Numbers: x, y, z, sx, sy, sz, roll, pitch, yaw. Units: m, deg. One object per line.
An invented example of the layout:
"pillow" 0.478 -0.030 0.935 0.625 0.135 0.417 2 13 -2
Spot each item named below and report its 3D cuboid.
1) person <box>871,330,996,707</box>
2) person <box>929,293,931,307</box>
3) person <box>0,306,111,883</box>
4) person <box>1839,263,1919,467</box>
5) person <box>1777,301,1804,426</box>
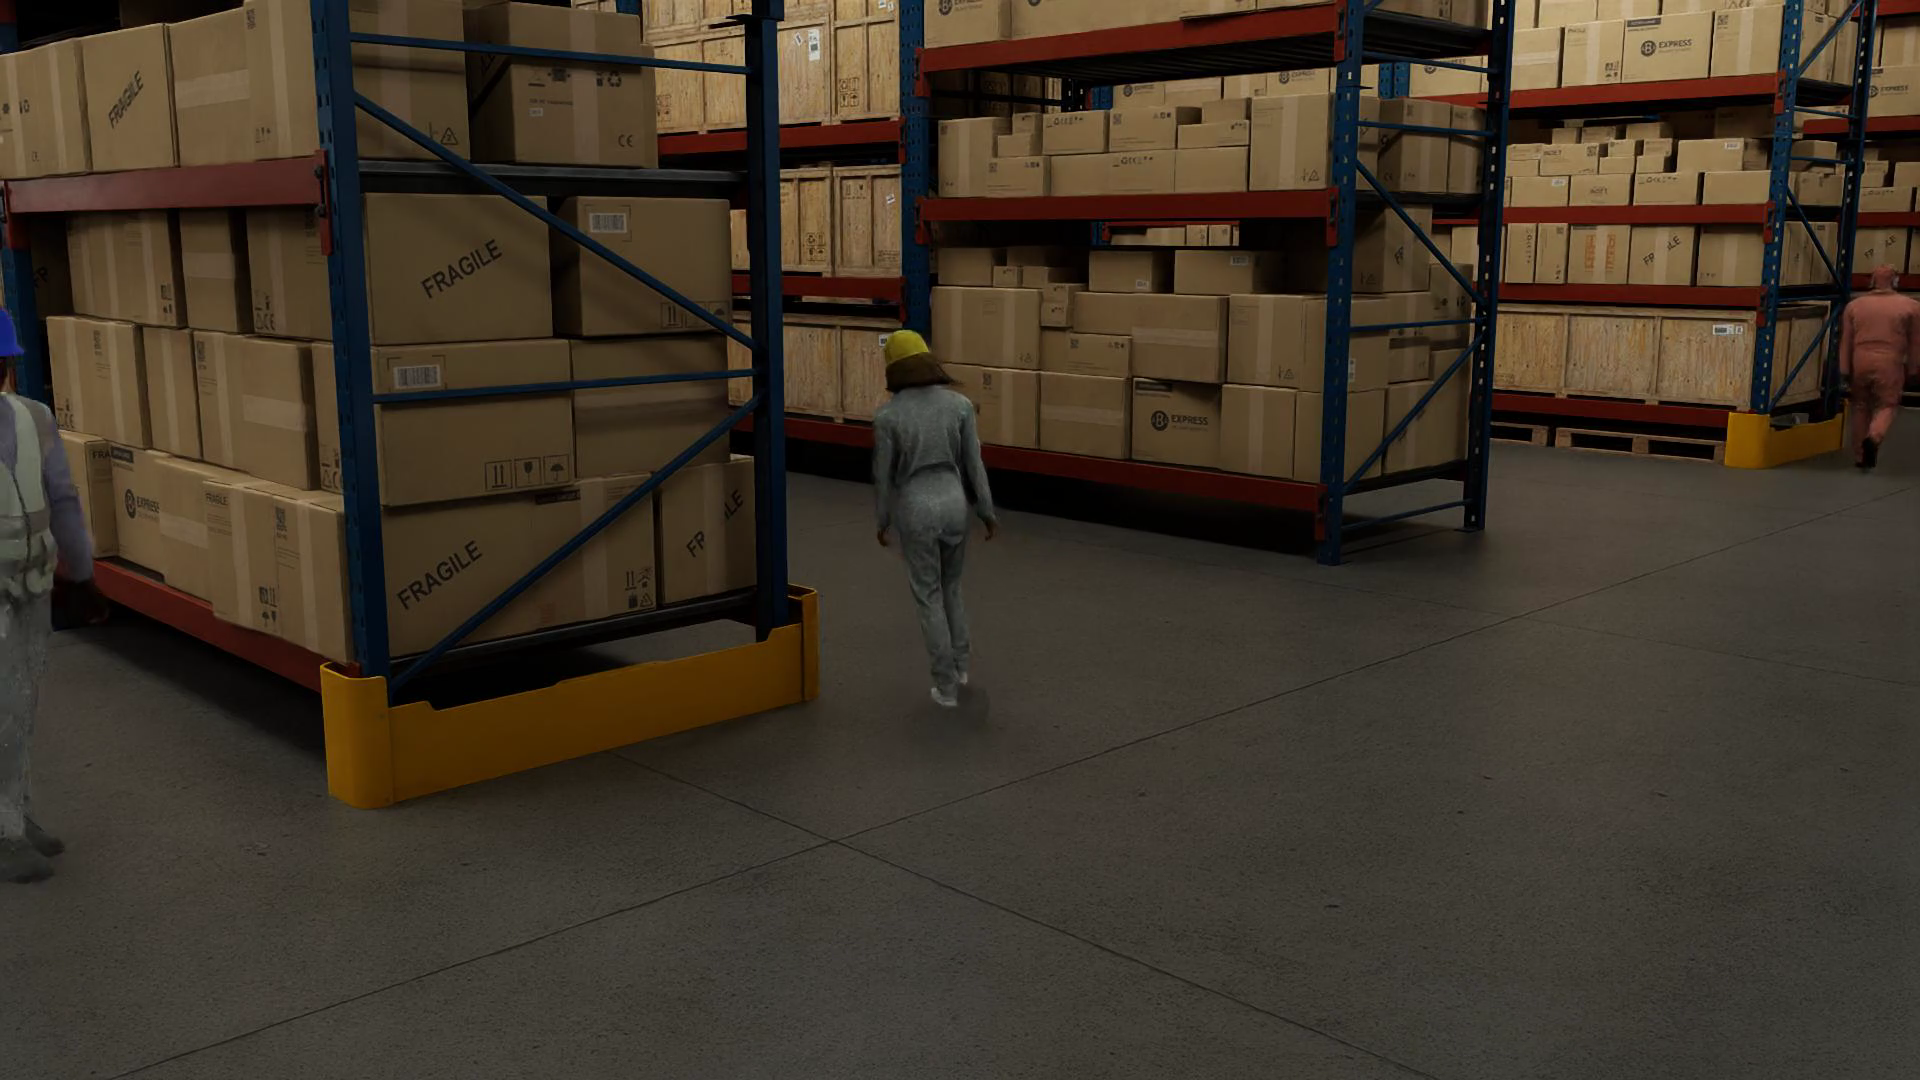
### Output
"person" -0.141 -0.105 7.623 0.559 1.696 0.591 -4 11 -20
"person" -0.206 -2.235 18.656 0.734 1.911 0.555 7 13 34
"person" -3.150 0.164 5.557 0.634 1.927 0.618 3 11 16
"person" 8.338 -1.570 15.127 0.651 1.886 0.634 9 14 41
"person" 8.880 -2.009 17.722 0.643 1.807 0.851 -9 14 -41
